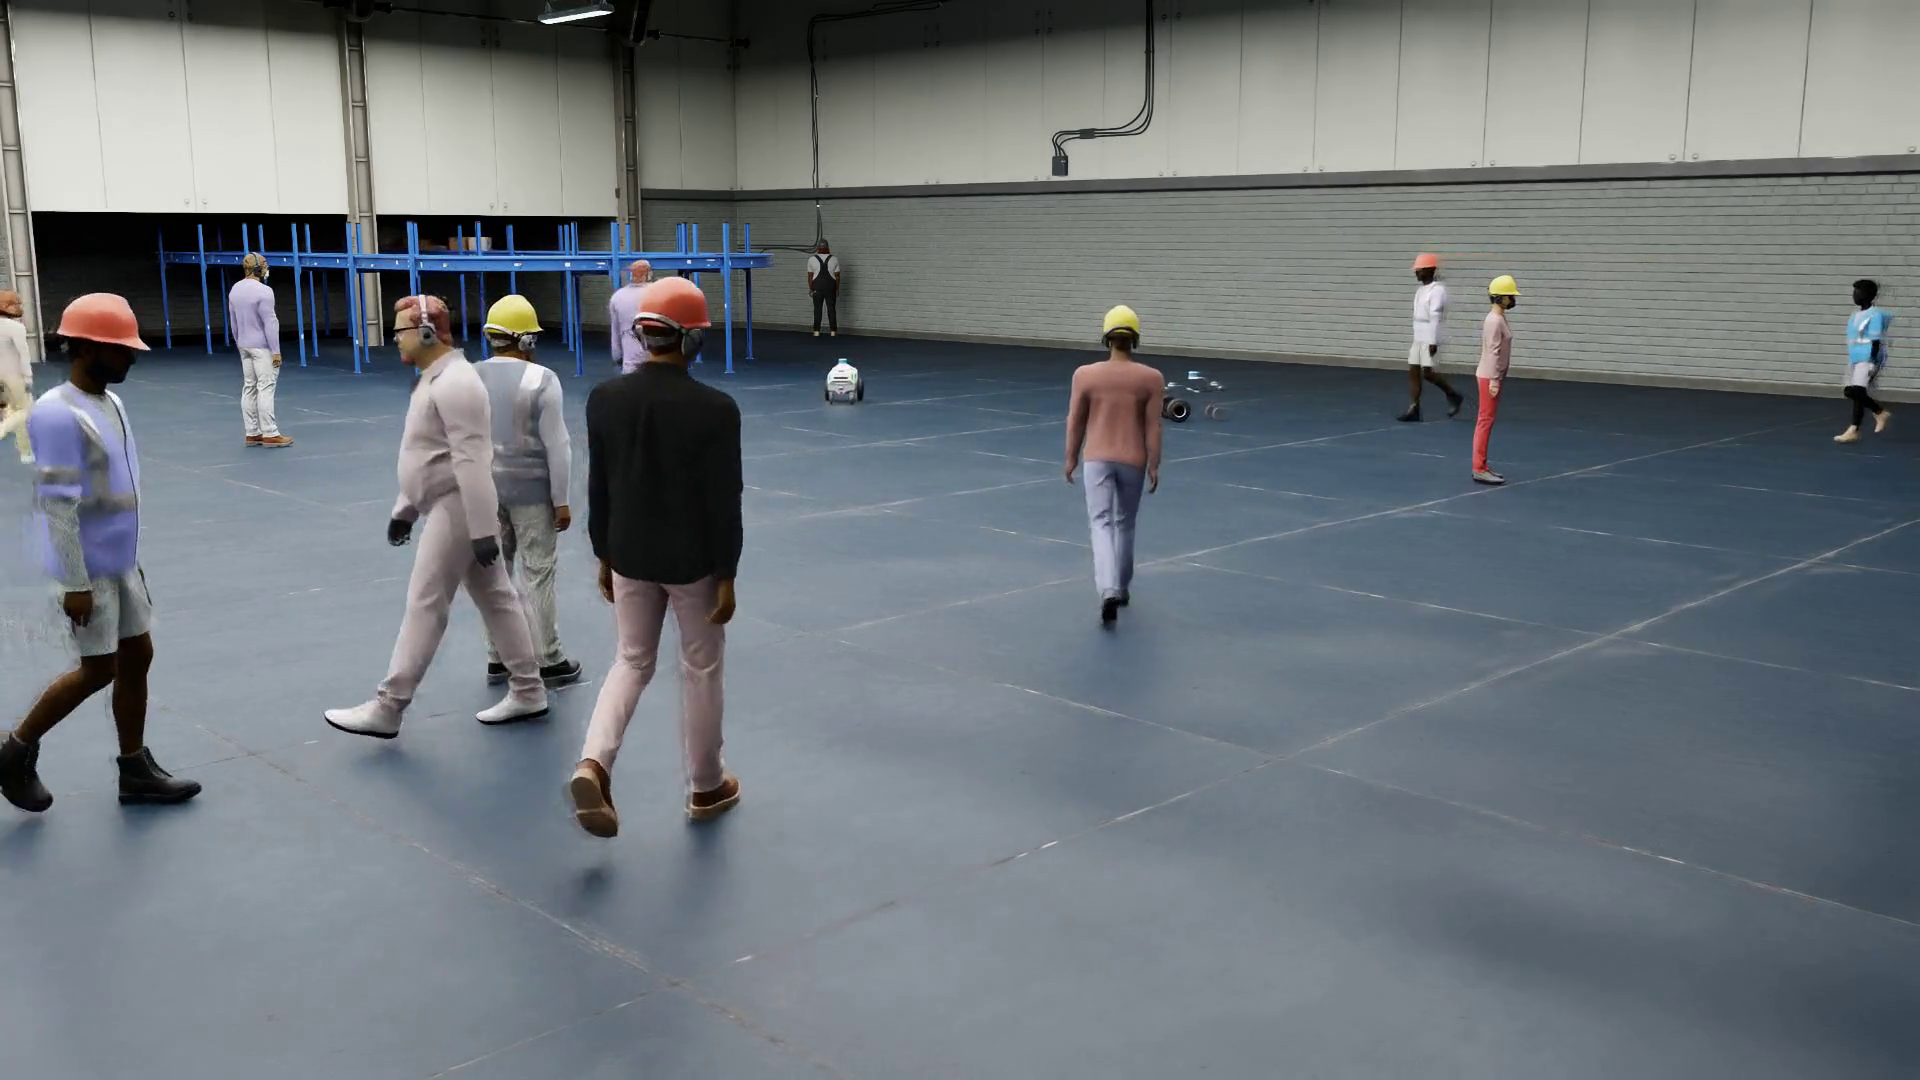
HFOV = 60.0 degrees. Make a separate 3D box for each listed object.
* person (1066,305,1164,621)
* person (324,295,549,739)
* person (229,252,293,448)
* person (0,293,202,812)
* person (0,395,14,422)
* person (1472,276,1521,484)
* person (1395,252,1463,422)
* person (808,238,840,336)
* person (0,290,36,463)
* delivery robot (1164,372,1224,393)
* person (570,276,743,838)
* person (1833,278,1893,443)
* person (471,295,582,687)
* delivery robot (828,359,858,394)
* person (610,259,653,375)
[{"bbox_3d":[0.864,-0.436,9.266,0.534,1.737,0.851,0,10,0],"label":"person"},{"bbox_3d":[-2.239,-0.095,7.048,0.972,1.855,0.658,-3,11,-18],"label":"person"},{"bbox_3d":[-7.044,-1.909,16.715,0.637,1.938,0.357,7,12,33],"label":"person"},{"bbox_3d":[-3.211,0.063,6.062,0.599,1.927,0.576,-1,10,-5],"label":"person"},{"bbox_3d":[-10.503,-2.084,17.516,1.020,2.004,0.623,-5,12,-27],"label":"person"},{"bbox_3d":[4.611,-1.382,14.315,0.331,1.768,0.526,3,11,18],"label":"person"},{"bbox_3d":[5.370,-2.308,18.949,0.657,1.920,0.551,-2,11,-13],"label":"person"},{"bbox_3d":[-2.867,-5.304,35.065,0.688,2.000,0.539,-1,10,-7],"label":"person"},{"bbox_3d":[-8.779,-1.492,15.332,0.503,1.613,0.582,6,12,30],"label":"person"},{"bbox_3d":[2.685,-1.825,19.172,0.698,0.223,0.335,-1,10,-10],"label":"delivery robot"},{"bbox_3d":[-1.065,0.074,5.820,0.616,1.975,0.797,3,11,17],"label":"person"},{"bbox_3d":[9.320,-1.837,17.038,0.576,1.674,0.533,0,10,-1],"label":"person"},{"bbox_3d":[-2.087,-0.232,7.855,0.592,1.833,0.404,4,11,19],"label":"person"},{"bbox_3d":[-1.495,-2.072,21.240,0.477,0.478,0.707,0,10,0],"label":"delivery robot"},{"bbox_3d":[-3.228,-1.889,16.789,0.653,1.877,0.870,2,11,13],"label":"person"}]
